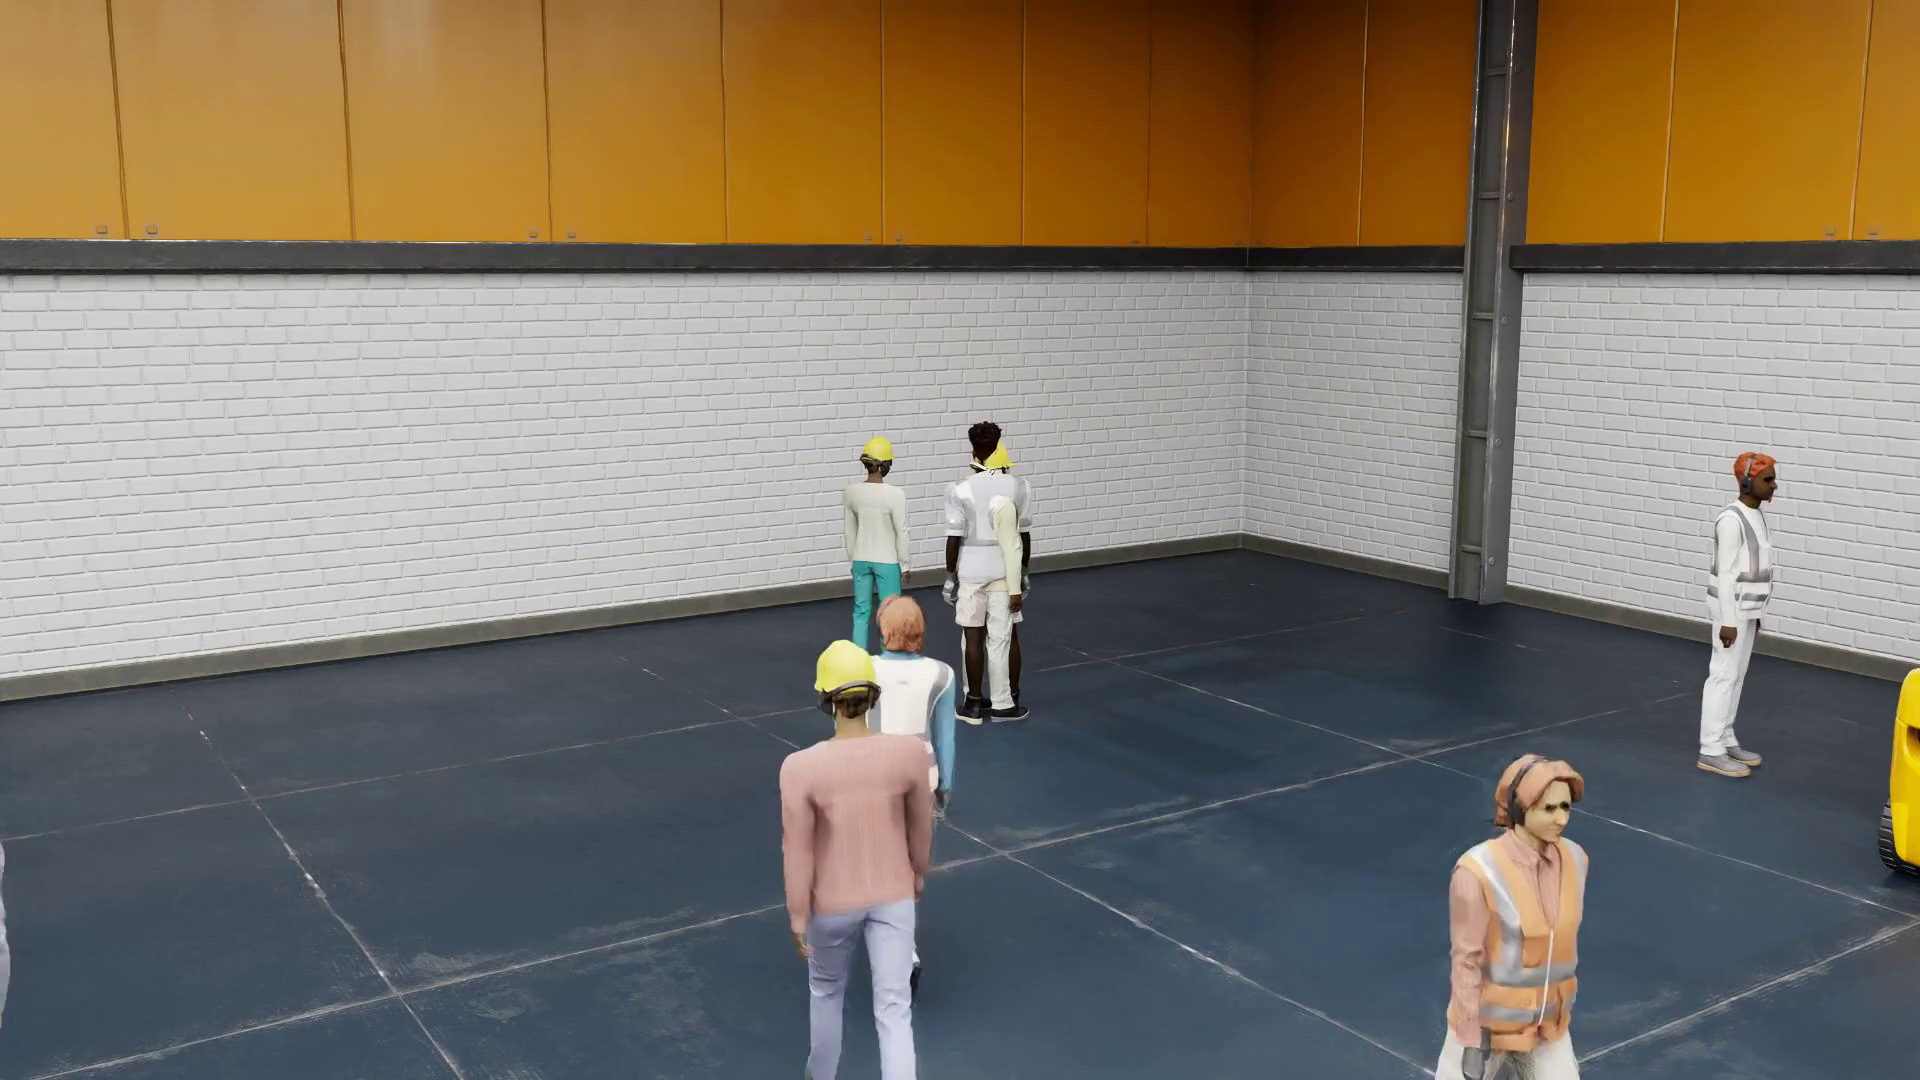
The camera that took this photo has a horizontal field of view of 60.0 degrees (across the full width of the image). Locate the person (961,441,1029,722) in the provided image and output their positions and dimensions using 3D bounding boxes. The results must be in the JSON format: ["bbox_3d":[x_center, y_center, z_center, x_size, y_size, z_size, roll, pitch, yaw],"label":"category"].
[{"bbox_3d":[0.206,0.265,10.837,0.404,1.833,0.587,-8,12,-40],"label":"person"}]

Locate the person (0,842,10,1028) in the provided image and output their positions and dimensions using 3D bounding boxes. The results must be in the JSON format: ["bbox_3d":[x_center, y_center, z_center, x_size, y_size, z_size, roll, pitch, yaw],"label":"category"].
[{"bbox_3d":[-2.936,1.339,4.527,0.645,1.795,0.942,-7,12,-36],"label":"person"}]

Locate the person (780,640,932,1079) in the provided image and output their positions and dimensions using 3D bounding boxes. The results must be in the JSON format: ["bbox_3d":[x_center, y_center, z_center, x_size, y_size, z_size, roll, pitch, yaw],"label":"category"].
[{"bbox_3d":[-0.329,1.197,5.557,0.528,1.725,0.892,-2,10,-13],"label":"person"}]

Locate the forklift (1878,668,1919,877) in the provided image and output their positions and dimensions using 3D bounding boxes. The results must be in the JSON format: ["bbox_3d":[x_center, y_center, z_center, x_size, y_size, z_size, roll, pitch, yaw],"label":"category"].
[{"bbox_3d":[5.511,0.571,7.906,2.313,2.155,1.214,-6,11,-33],"label":"forklift"}]

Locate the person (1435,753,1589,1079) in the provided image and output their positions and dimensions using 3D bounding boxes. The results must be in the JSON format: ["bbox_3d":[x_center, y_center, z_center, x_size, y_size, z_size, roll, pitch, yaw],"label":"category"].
[{"bbox_3d":[1.555,1.378,4.823,0.508,1.604,0.814,-4,10,-23],"label":"person"}]

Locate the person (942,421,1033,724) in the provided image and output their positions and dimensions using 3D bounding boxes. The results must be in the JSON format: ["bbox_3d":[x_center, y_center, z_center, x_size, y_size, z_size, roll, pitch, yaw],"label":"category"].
[{"bbox_3d":[0.175,0.212,10.759,0.609,1.963,0.367,-3,10,-18],"label":"person"}]

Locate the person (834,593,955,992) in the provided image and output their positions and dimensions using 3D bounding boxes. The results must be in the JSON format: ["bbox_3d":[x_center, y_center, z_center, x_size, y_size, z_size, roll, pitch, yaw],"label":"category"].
[{"bbox_3d":[-0.248,1.027,6.938,0.505,1.604,0.816,-3,10,-20],"label":"person"}]

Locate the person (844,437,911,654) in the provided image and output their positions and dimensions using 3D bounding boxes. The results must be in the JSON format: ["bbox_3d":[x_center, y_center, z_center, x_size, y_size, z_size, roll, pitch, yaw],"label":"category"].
[{"bbox_3d":[-0.573,0.159,11.680,0.523,1.769,0.309,5,11,29],"label":"person"}]

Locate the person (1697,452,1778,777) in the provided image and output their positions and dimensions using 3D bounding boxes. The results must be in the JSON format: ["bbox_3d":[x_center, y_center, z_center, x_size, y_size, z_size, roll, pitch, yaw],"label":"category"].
[{"bbox_3d":[4.552,0.424,9.723,0.337,1.882,0.584,8,12,38],"label":"person"}]
